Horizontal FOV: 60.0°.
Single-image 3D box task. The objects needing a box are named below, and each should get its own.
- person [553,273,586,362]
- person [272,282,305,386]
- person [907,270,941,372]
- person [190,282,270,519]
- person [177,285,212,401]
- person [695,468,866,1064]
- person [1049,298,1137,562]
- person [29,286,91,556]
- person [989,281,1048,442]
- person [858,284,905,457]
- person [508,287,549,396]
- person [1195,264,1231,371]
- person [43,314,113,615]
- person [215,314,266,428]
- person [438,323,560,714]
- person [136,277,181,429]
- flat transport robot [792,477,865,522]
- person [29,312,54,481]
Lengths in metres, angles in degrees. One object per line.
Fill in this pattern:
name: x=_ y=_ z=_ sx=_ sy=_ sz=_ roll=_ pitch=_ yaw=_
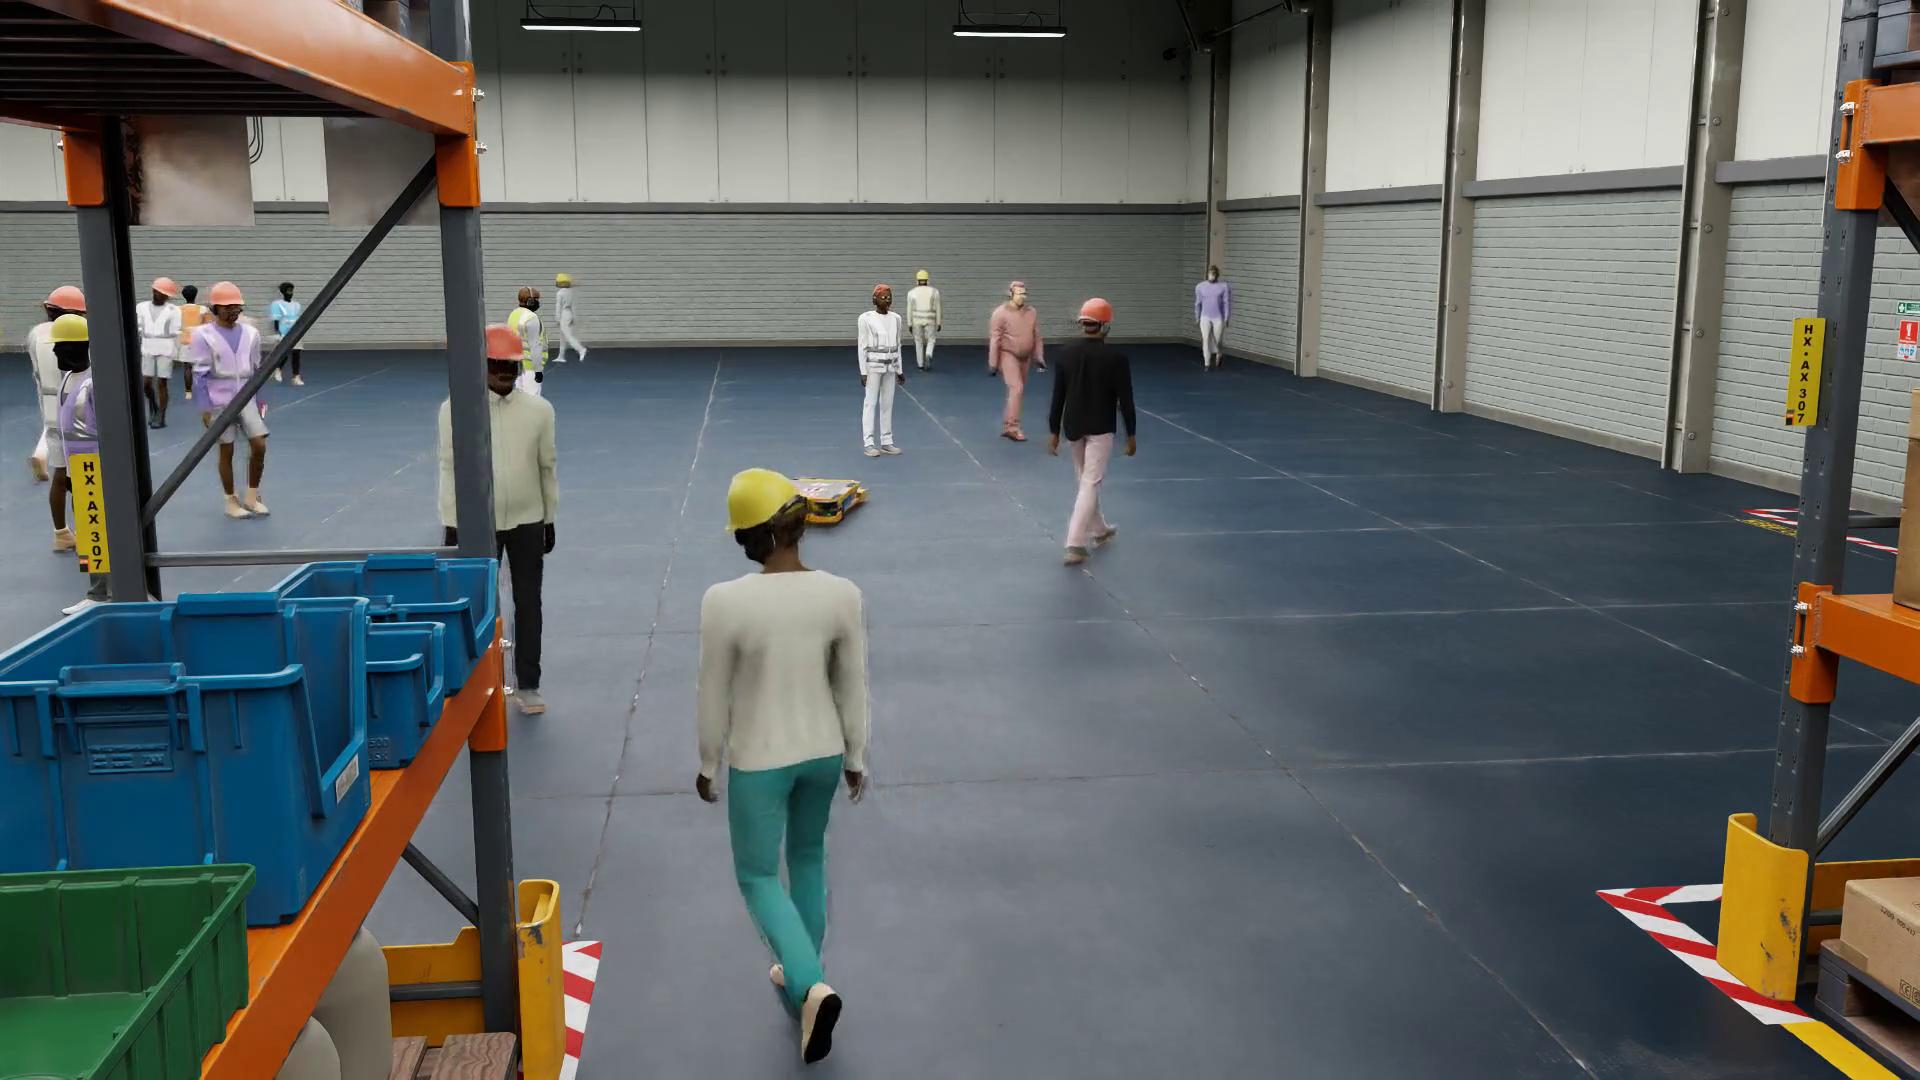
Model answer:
person: x=-7.520 y=-4.258 z=31.918 sx=0.753 sy=1.718 sz=0.490 roll=3 pitch=11 yaw=18
person: x=-10.858 y=-3.330 z=26.873 sx=0.448 sy=1.686 sz=0.548 roll=6 pitch=12 yaw=31
person: x=-0.648 y=-3.902 z=29.663 sx=0.617 sy=1.819 sz=0.432 roll=0 pitch=10 yaw=2
person: x=-6.138 y=-1.162 z=14.075 sx=0.591 sy=2.022 sz=0.628 roll=9 pitch=14 yaw=42
person: x=-11.290 y=-2.900 z=24.511 sx=0.540 sy=1.696 sz=0.315 roll=-4 pitch=11 yaw=-21
person: x=-0.496 y=0.653 z=4.936 sx=0.522 sy=1.730 sz=0.692 roll=-6 pitch=12 yaw=-30
person: x=1.012 y=-0.835 z=12.519 sx=0.640 sy=1.946 sz=1.035 roll=7 pitch=12 yaw=32
person: x=-6.708 y=-0.895 z=12.606 sx=0.606 sy=2.036 sz=0.398 roll=5 pitch=11 yaw=25
person: x=0.727 y=-2.110 z=19.704 sx=0.640 sy=1.877 sz=0.743 roll=-9 pitch=14 yaw=-40
person: x=-0.866 y=-1.866 z=18.335 sx=0.573 sy=1.883 sz=0.353 roll=-8 pitch=13 yaw=-38
person: x=-4.947 y=-1.985 z=19.135 sx=0.430 sy=1.836 sz=0.628 roll=-8 pitch=13 yaw=-37
person: x=4.559 y=-4.007 z=29.986 sx=0.634 sy=1.917 sz=0.690 roll=3 pitch=11 yaw=15
person: x=-5.481 y=-0.451 z=10.457 sx=0.588 sy=1.927 sz=0.371 roll=9 pitch=14 yaw=40
person: x=-9.080 y=-2.273 z=20.922 sx=0.528 sy=1.755 sz=0.477 roll=3 pitch=11 yaw=17
person: x=-2.367 y=-0.128 z=8.545 sx=0.627 sy=1.977 sz=0.741 roll=-6 pitch=12 yaw=-29
person: x=-10.071 y=-2.342 z=20.888 sx=0.598 sy=1.901 sz=0.391 roll=-1 pitch=10 yaw=-7
flat transport robot: x=-1.271 y=-0.358 z=14.492 sx=0.652 sy=0.197 sz=1.431 roll=1 pitch=10 yaw=7
person: x=-8.840 y=-1.474 z=16.376 sx=0.630 sy=1.817 sz=0.772 roll=1 pitch=10 yaw=7
